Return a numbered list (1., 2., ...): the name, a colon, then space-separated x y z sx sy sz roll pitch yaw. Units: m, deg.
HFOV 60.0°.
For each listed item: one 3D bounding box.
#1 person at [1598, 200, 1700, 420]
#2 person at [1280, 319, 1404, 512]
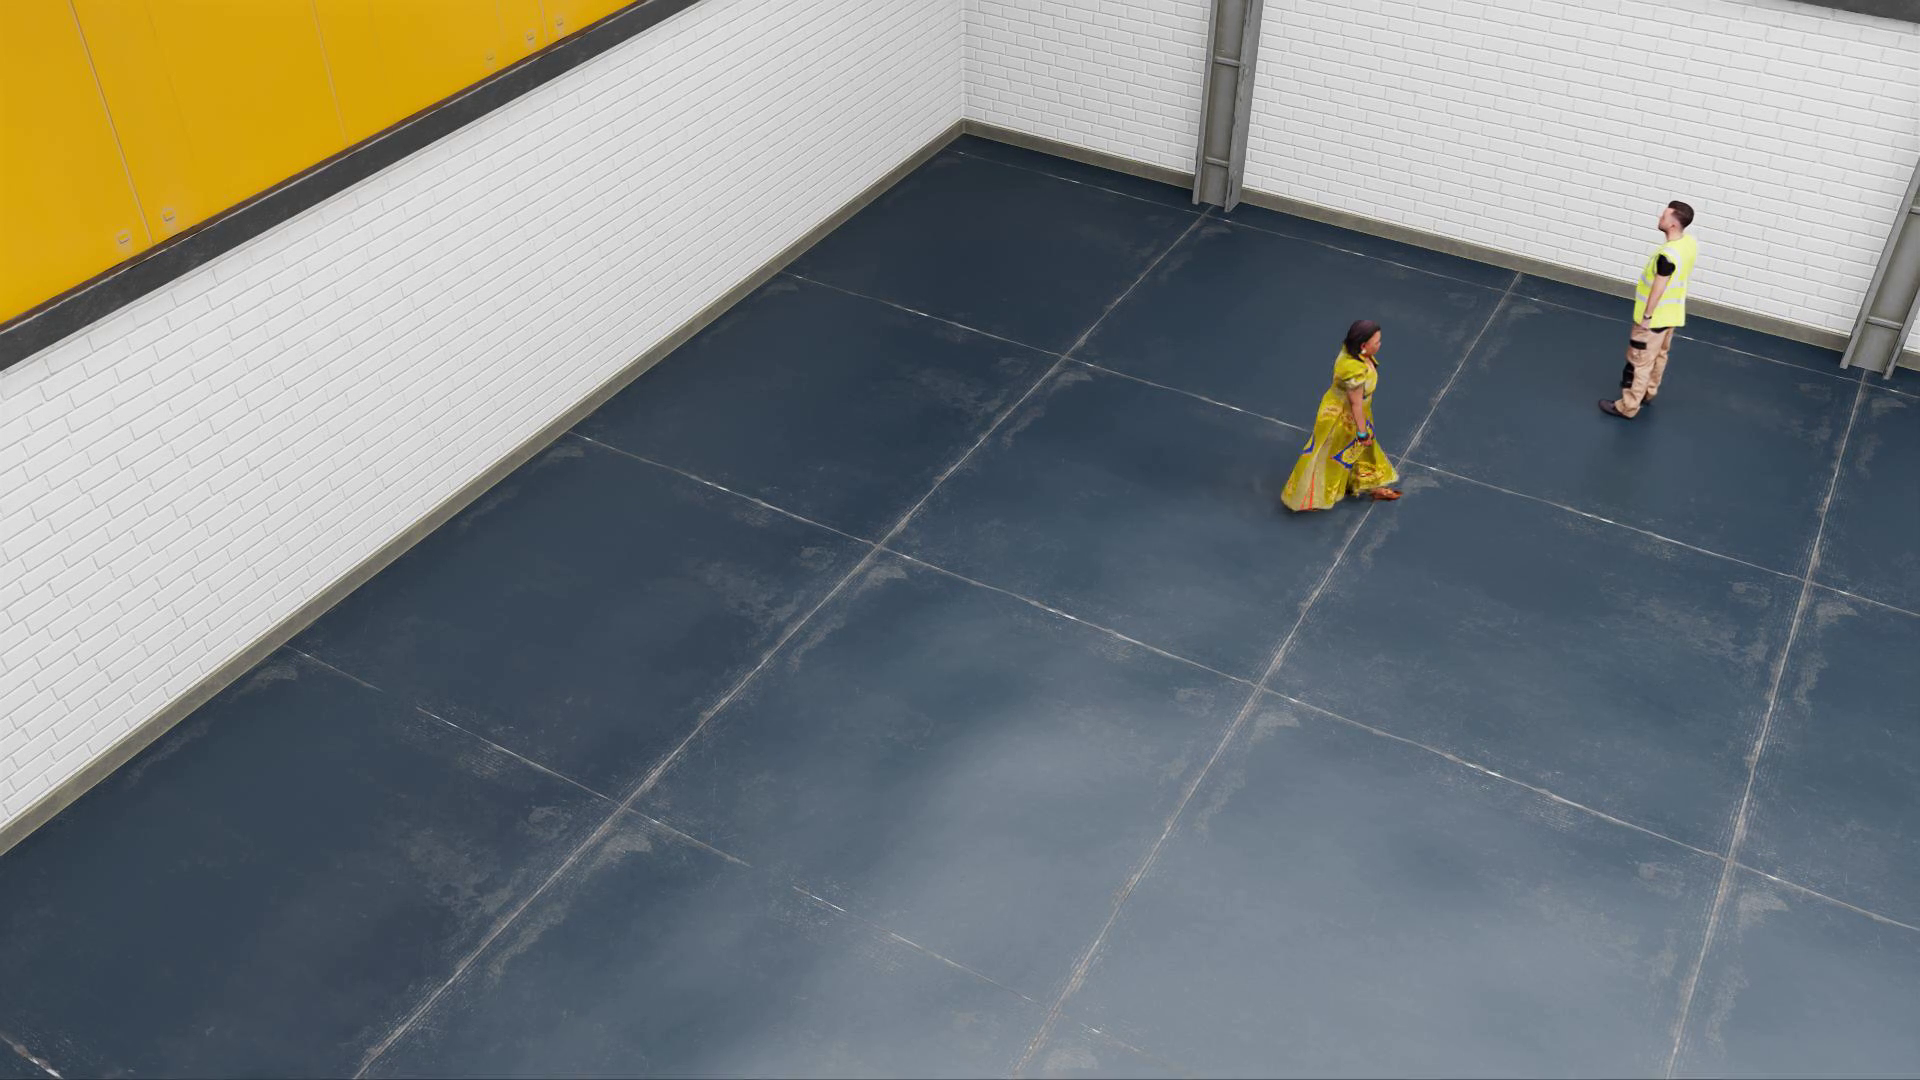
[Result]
1. person: 5.513 -1.823 13.140 0.776 1.838 0.767 -32 48 -33
2. person: 2.705 -0.875 12.123 1.231 1.625 0.993 10 40 12
